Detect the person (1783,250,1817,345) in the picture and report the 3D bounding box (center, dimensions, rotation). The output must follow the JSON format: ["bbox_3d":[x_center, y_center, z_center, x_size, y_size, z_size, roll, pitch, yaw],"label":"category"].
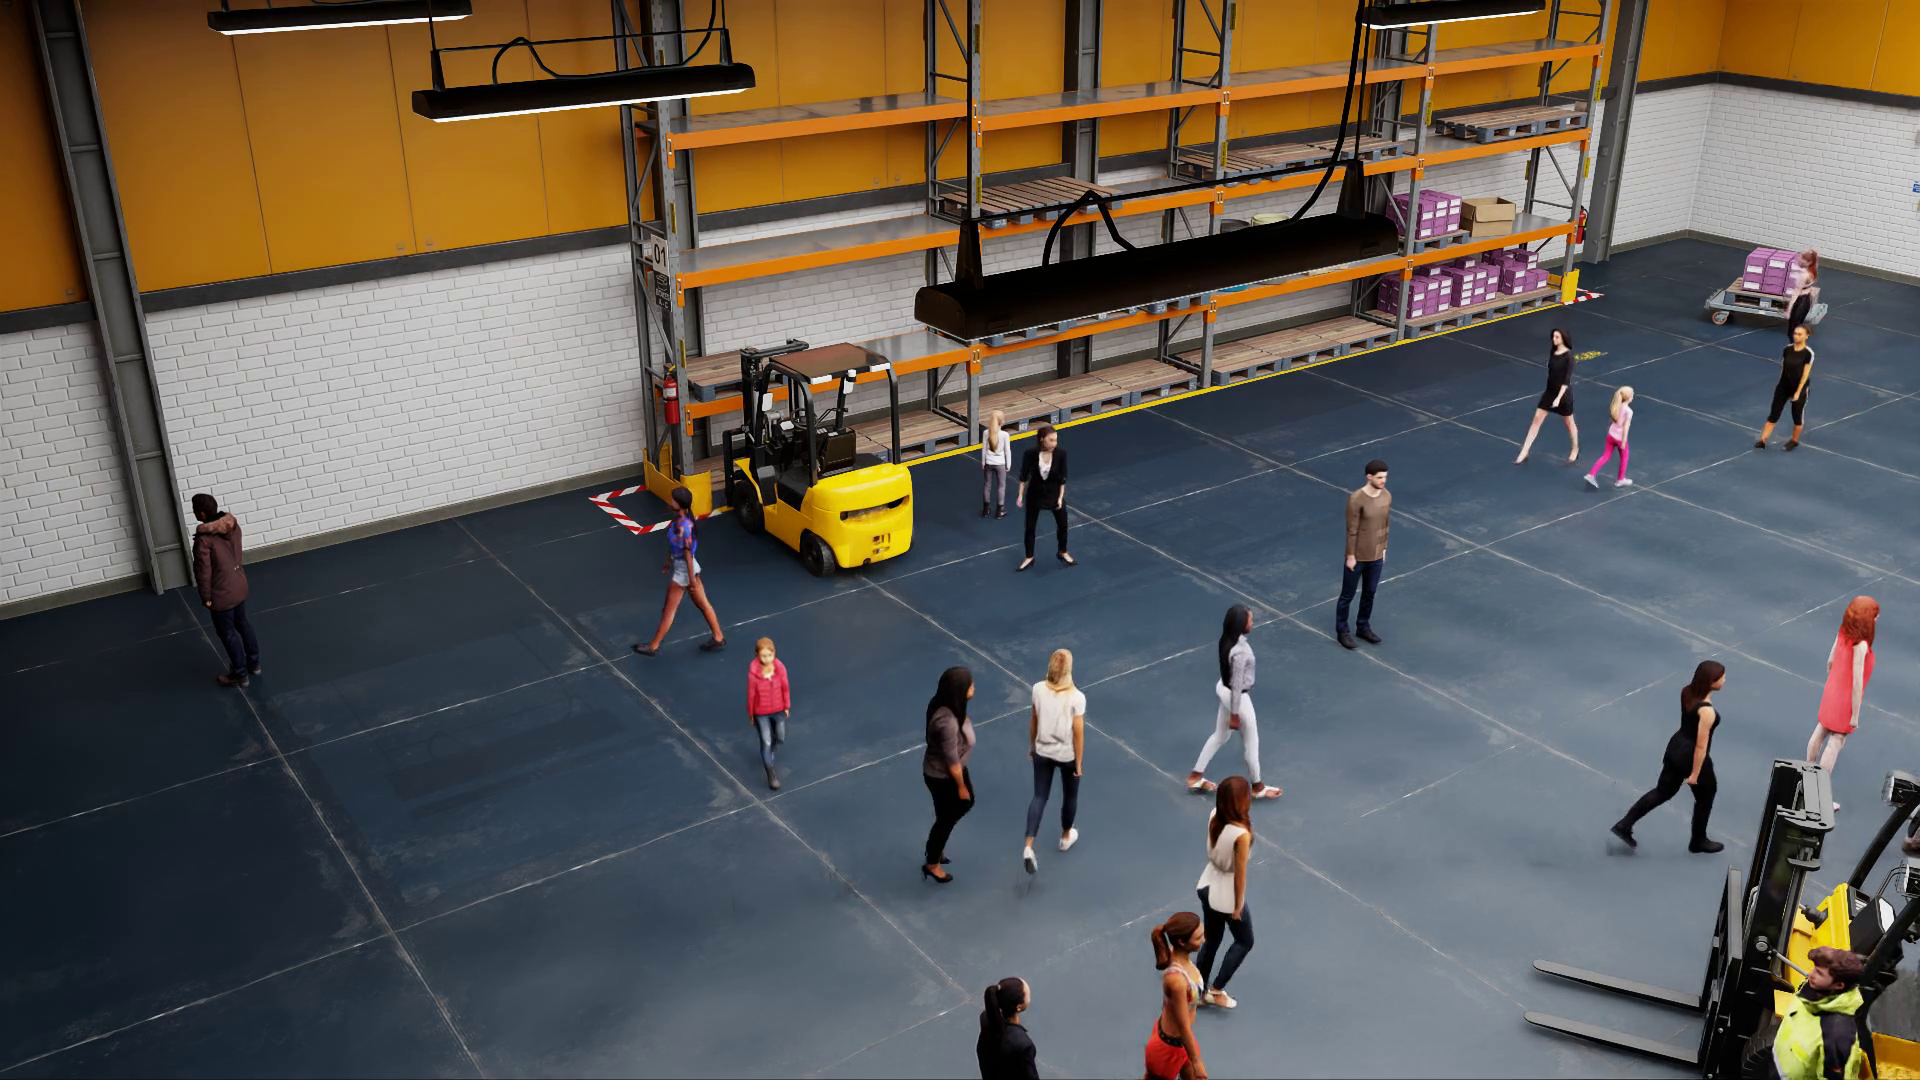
[{"bbox_3d":[12.147,-3.361,23.988,0.608,1.725,0.833,-15,28,-30],"label":"person"}]

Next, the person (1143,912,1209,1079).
[{"bbox_3d":[1.126,2.923,9.580,1.148,1.751,1.119,5,24,12],"label":"person"}]

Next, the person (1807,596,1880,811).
[{"bbox_3d":[7.017,1.275,13.256,0.713,1.827,0.676,2,24,4],"label":"person"}]

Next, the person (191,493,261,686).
[{"bbox_3d":[-6.703,0.429,15.170,0.917,1.843,0.857,4,24,9],"label":"person"}]

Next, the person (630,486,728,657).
[{"bbox_3d":[-2.483,0.312,15.620,1.208,1.696,0.905,-5,24,-10],"label":"person"}]

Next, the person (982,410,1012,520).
[{"bbox_3d":[0.395,-0.859,18.822,0.587,1.277,0.637,7,25,16],"label":"person"}]

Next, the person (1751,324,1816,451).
[{"bbox_3d":[10.442,-1.888,20.733,1.001,1.633,0.613,-15,28,-30],"label":"person"}]

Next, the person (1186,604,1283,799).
[{"bbox_3d":[2.126,1.309,13.339,1.106,1.697,0.957,-1,24,-1],"label":"person"}]

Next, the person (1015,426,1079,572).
[{"bbox_3d":[0.838,-0.441,17.409,0.827,1.643,0.962,7,24,15],"label":"person"}]

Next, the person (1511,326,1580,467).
[{"bbox_3d":[7.319,-1.682,20.129,1.202,1.738,0.773,-9,25,-20],"label":"person"}]

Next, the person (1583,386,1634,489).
[{"bbox_3d":[7.698,-1.195,19.622,0.931,1.254,0.613,-10,26,-22],"label":"person"}]

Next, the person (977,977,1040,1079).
[{"bbox_3d":[0.266,3.120,9.180,0.497,1.711,0.595,-18,30,-36],"label":"person"}]

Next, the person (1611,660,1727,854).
[{"bbox_3d":[5.420,1.663,12.577,1.182,1.659,0.972,-2,24,-4],"label":"person"}]

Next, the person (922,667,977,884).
[{"bbox_3d":[-0.201,1.751,12.178,0.817,1.817,0.790,-2,24,-4],"label":"person"}]

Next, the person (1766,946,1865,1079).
[{"bbox_3d":[4.681,3.037,9.052,1.105,1.966,1.048,5,24,11],"label":"person"}]

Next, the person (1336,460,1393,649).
[{"bbox_3d":[3.849,0.111,15.841,0.566,1.888,0.742,-11,26,-24],"label":"person"}]

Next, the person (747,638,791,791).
[{"bbox_3d":[-1.587,1.381,13.665,0.757,1.305,0.677,-9,25,-20],"label":"person"}]

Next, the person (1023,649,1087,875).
[{"bbox_3d":[0.687,1.667,12.409,0.952,1.785,1.138,10,25,21],"label":"person"}]

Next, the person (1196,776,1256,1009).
[{"bbox_3d":[1.645,2.346,10.874,0.601,1.771,0.627,-12,27,-26],"label":"person"}]
